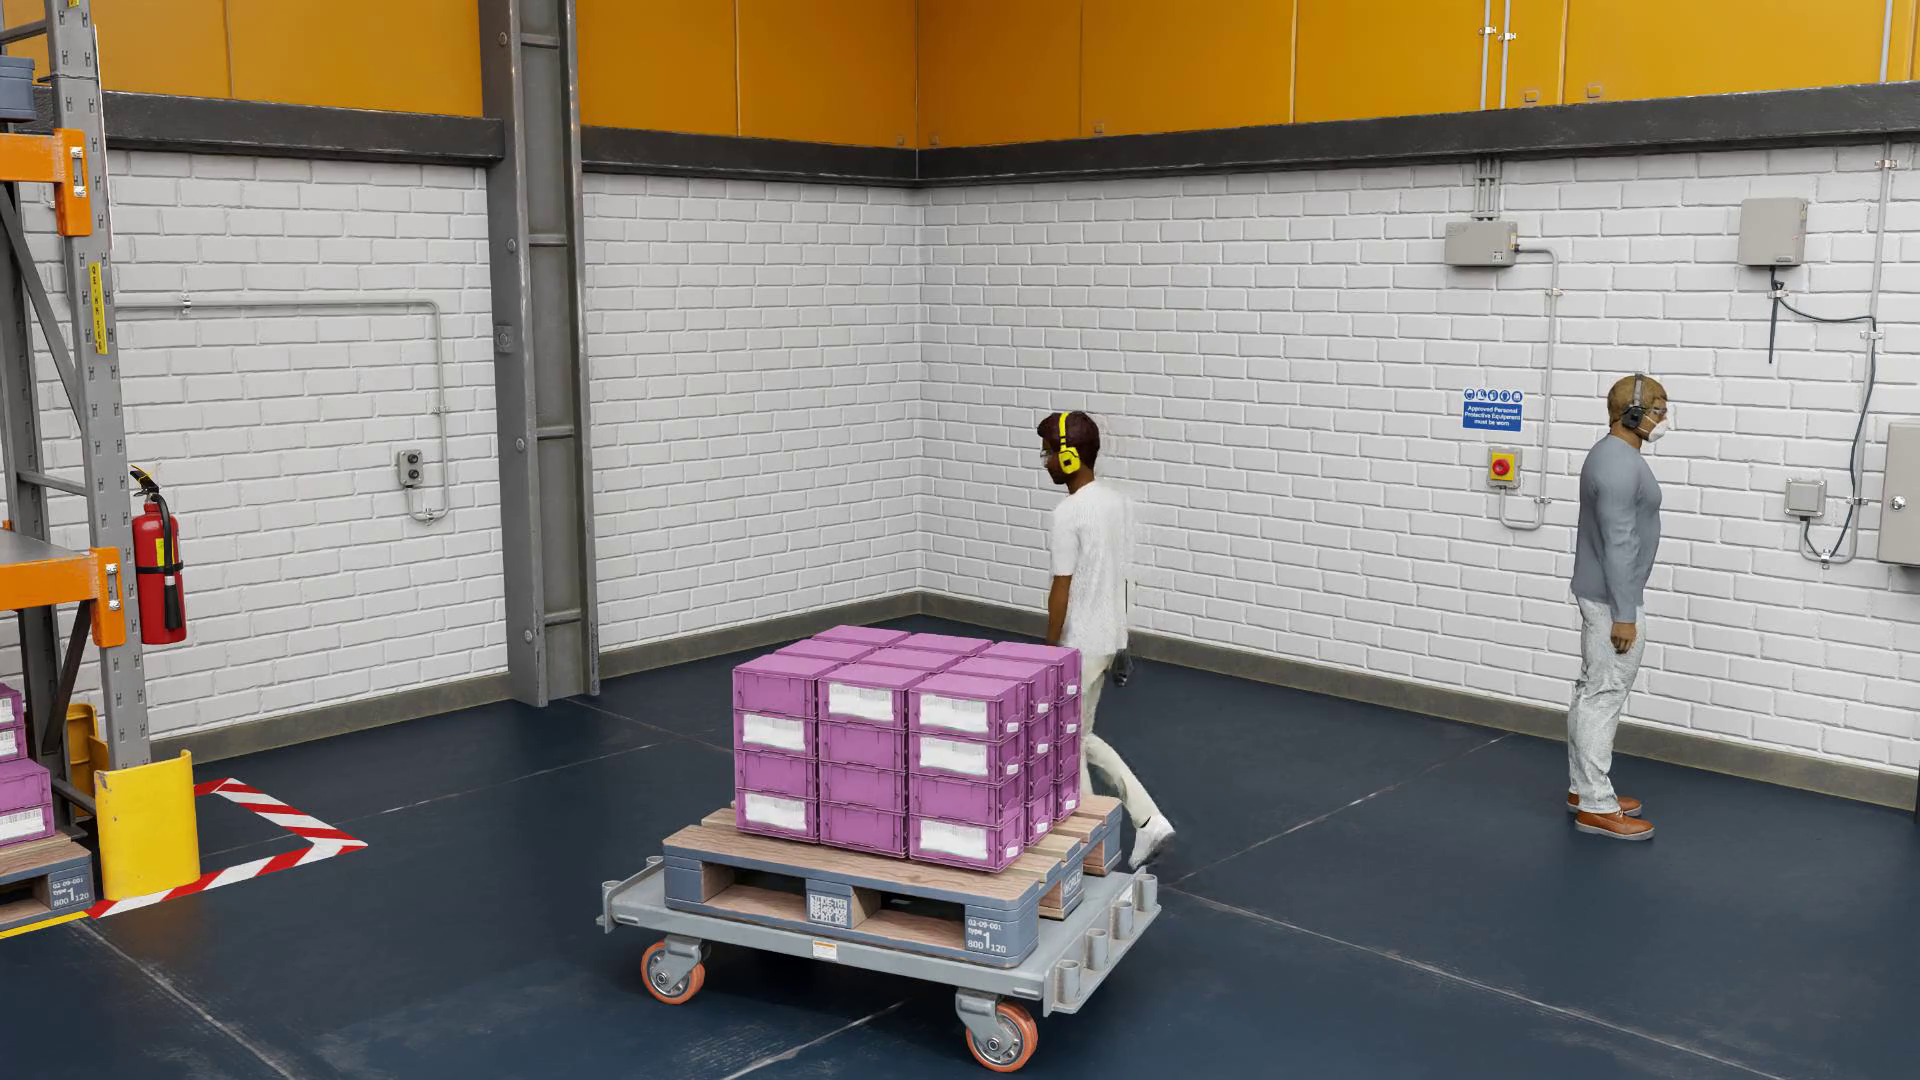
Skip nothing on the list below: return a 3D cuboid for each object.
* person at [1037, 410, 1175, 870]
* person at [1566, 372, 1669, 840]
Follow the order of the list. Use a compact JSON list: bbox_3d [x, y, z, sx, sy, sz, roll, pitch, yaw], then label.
[{"bbox_3d":[0.508,0.427,6.322,0.482,1.844,0.530,5,11,29],"label":"person"},{"bbox_3d":[2.763,0.266,6.998,0.373,1.938,0.627,3,10,16],"label":"person"}]
